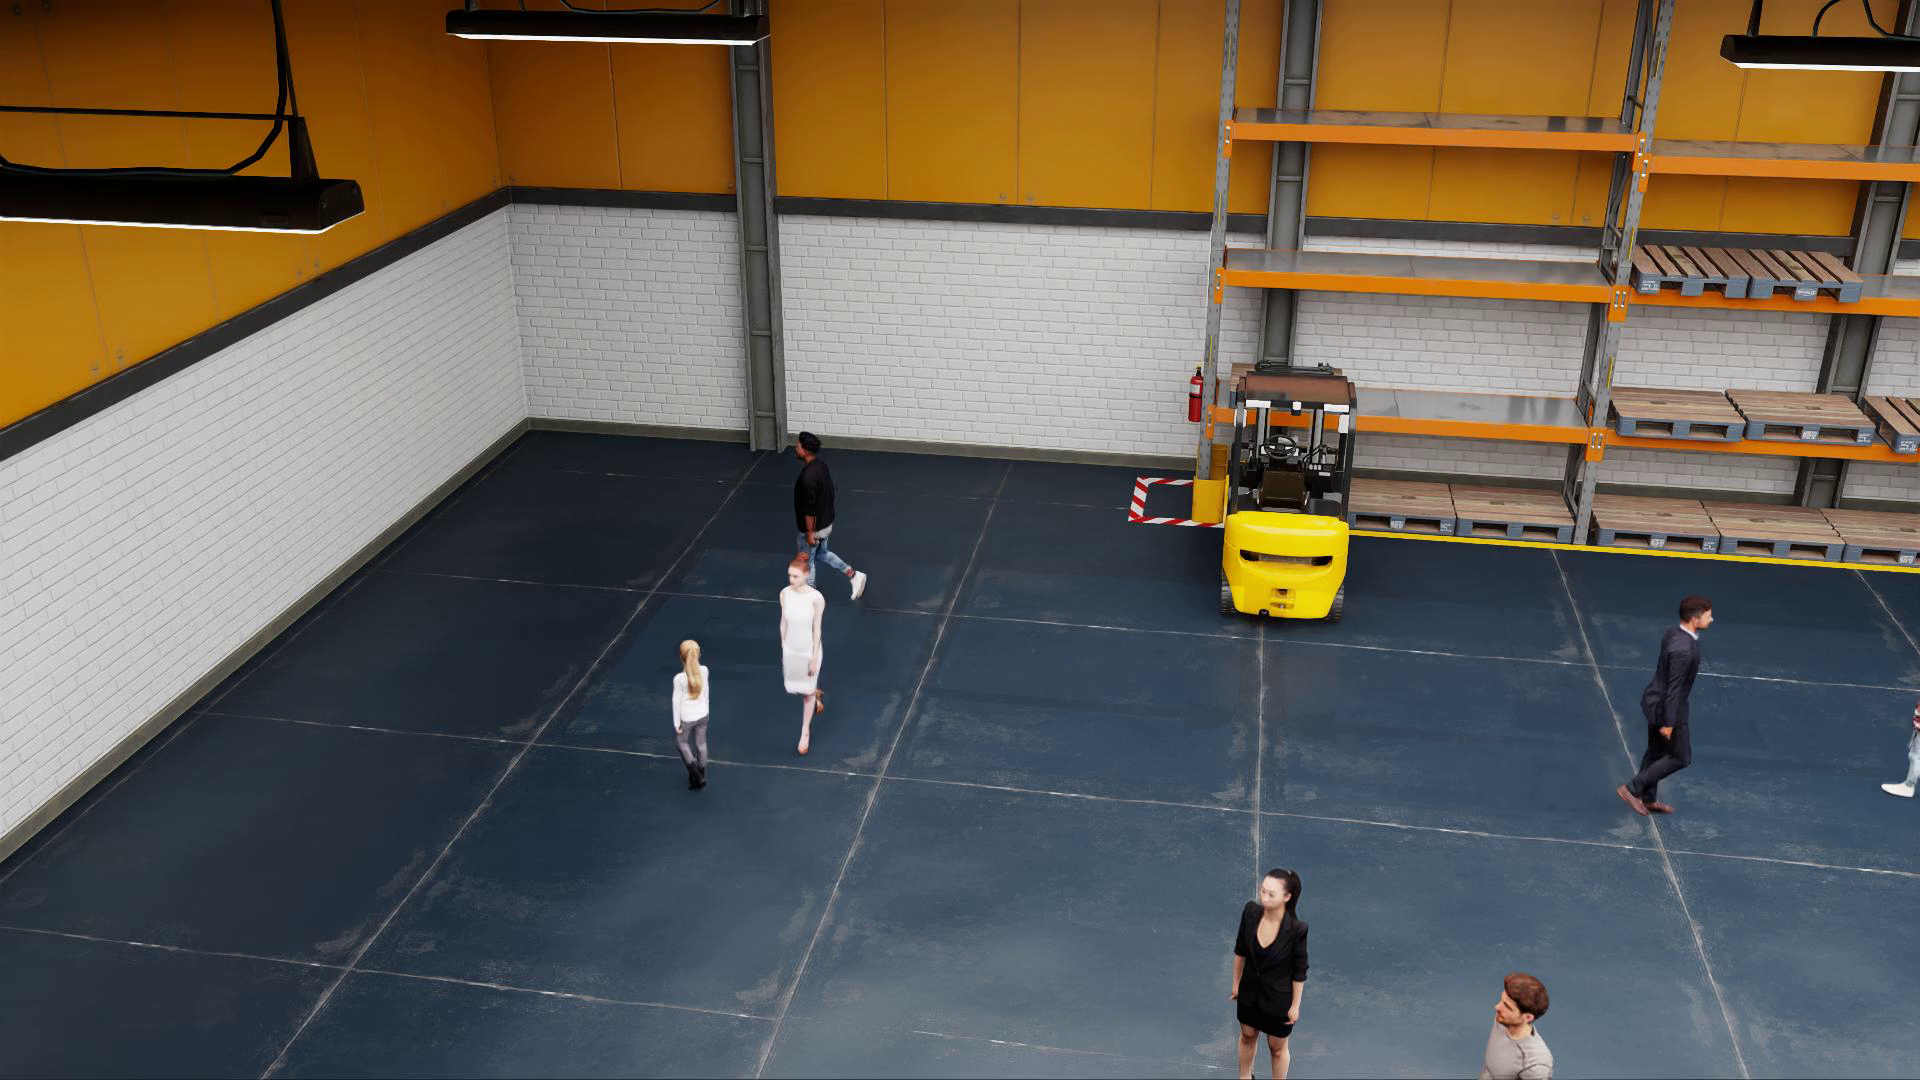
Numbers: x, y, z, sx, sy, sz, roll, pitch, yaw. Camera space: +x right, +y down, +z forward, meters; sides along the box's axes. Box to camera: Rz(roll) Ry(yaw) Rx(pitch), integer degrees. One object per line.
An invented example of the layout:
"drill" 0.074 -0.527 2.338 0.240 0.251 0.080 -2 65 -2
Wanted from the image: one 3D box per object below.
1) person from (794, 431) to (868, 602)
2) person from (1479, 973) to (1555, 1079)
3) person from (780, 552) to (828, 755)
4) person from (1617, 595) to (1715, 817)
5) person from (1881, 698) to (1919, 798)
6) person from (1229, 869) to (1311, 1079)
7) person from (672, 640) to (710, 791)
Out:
"person" -1.304 -0.166 15.929 1.005 1.788 0.706 5 24 12
"person" 2.808 3.011 8.525 0.748 1.897 0.744 -2 24 -5
"person" -1.216 0.894 13.508 0.801 1.784 0.730 10 26 22
"person" 5.268 1.261 12.587 0.681 1.851 0.628 4 24 9
"person" 7.585 1.434 12.880 0.796 1.298 0.648 11 26 24
"person" 1.784 2.634 9.638 0.616 1.696 0.738 17 29 33
"person" -2.046 1.402 12.996 0.644 1.265 0.704 -18 29 -35
